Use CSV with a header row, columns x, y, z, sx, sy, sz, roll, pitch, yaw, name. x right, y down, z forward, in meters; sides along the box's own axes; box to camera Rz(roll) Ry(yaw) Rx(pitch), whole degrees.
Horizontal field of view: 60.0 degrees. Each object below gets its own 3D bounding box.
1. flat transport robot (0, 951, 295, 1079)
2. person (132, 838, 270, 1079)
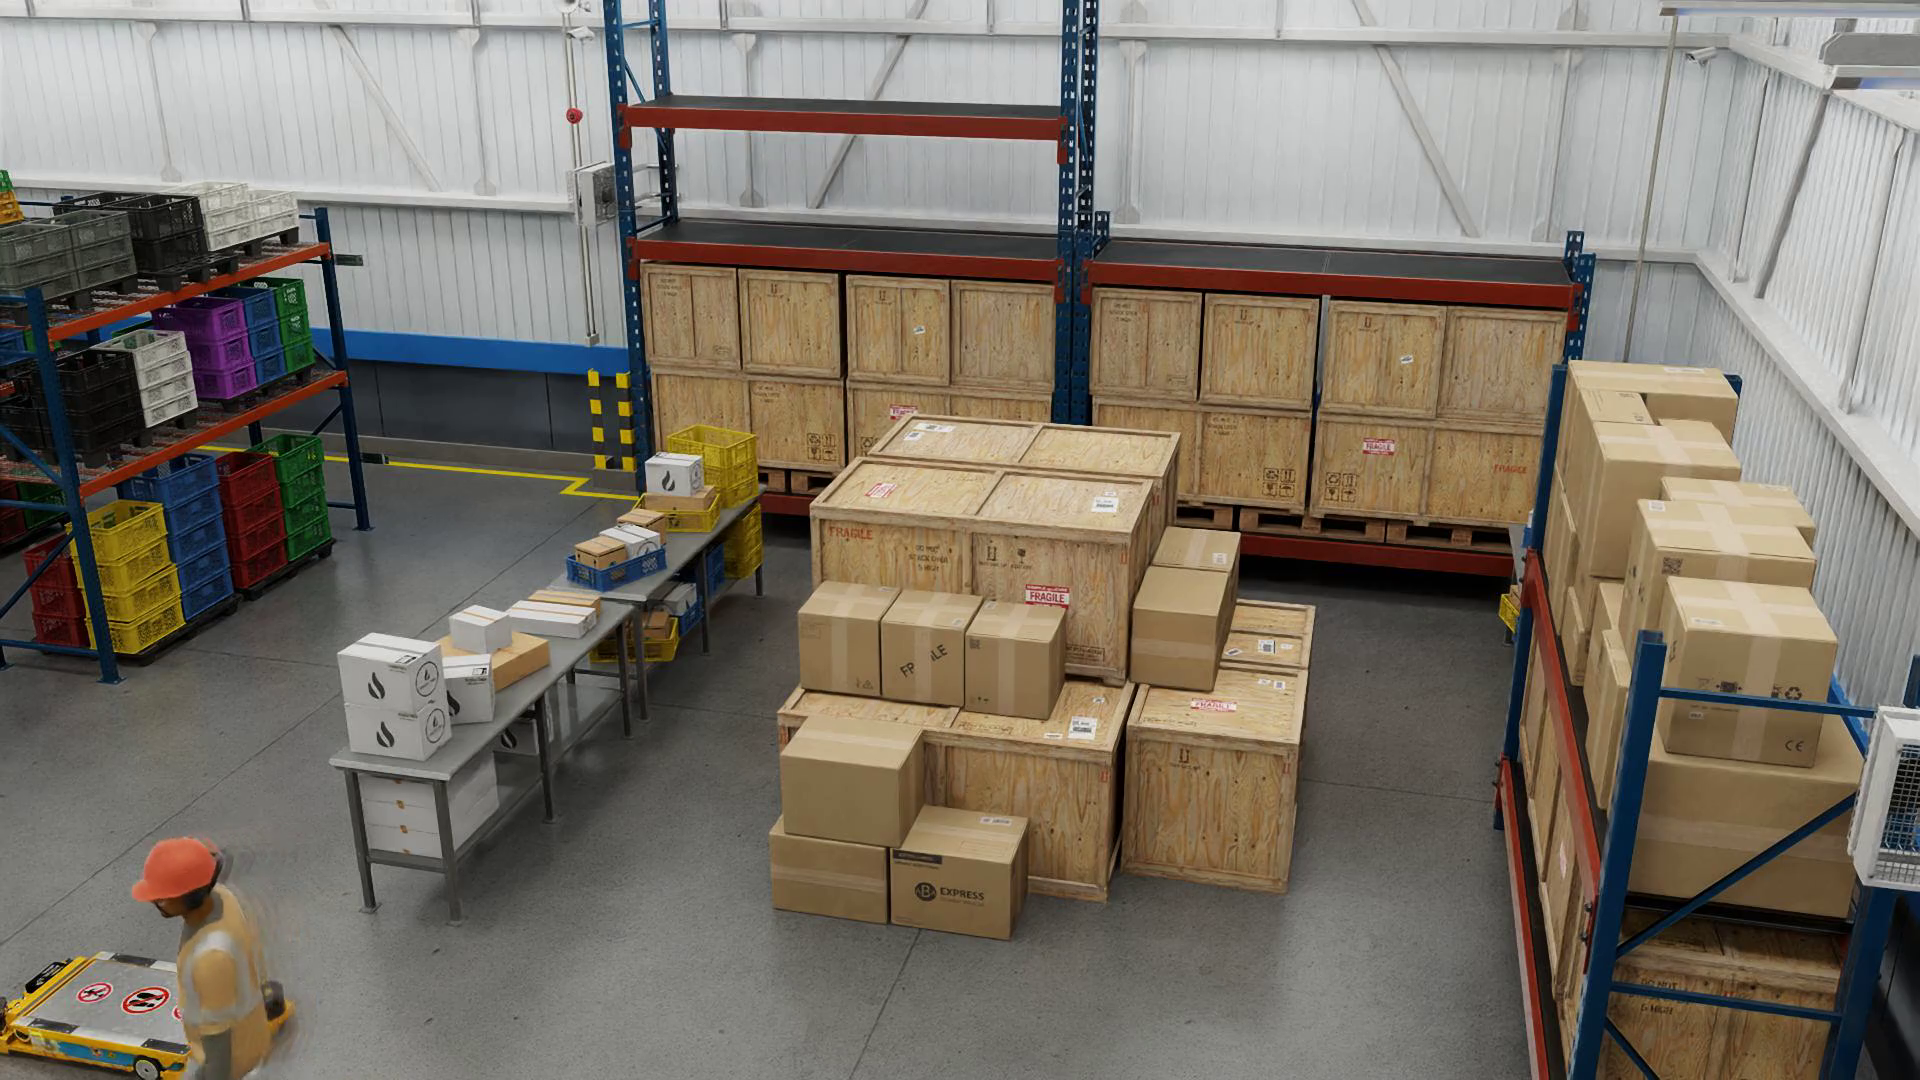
x,y,z,sx,sy,sz,roll,pitch,yaw,name
-4.270,2.464,8.601,1.431,0.231,0.659,5,22,13,flat transport robot
-3.142,2.136,7.000,0.445,2.023,0.629,-10,23,-24,person
